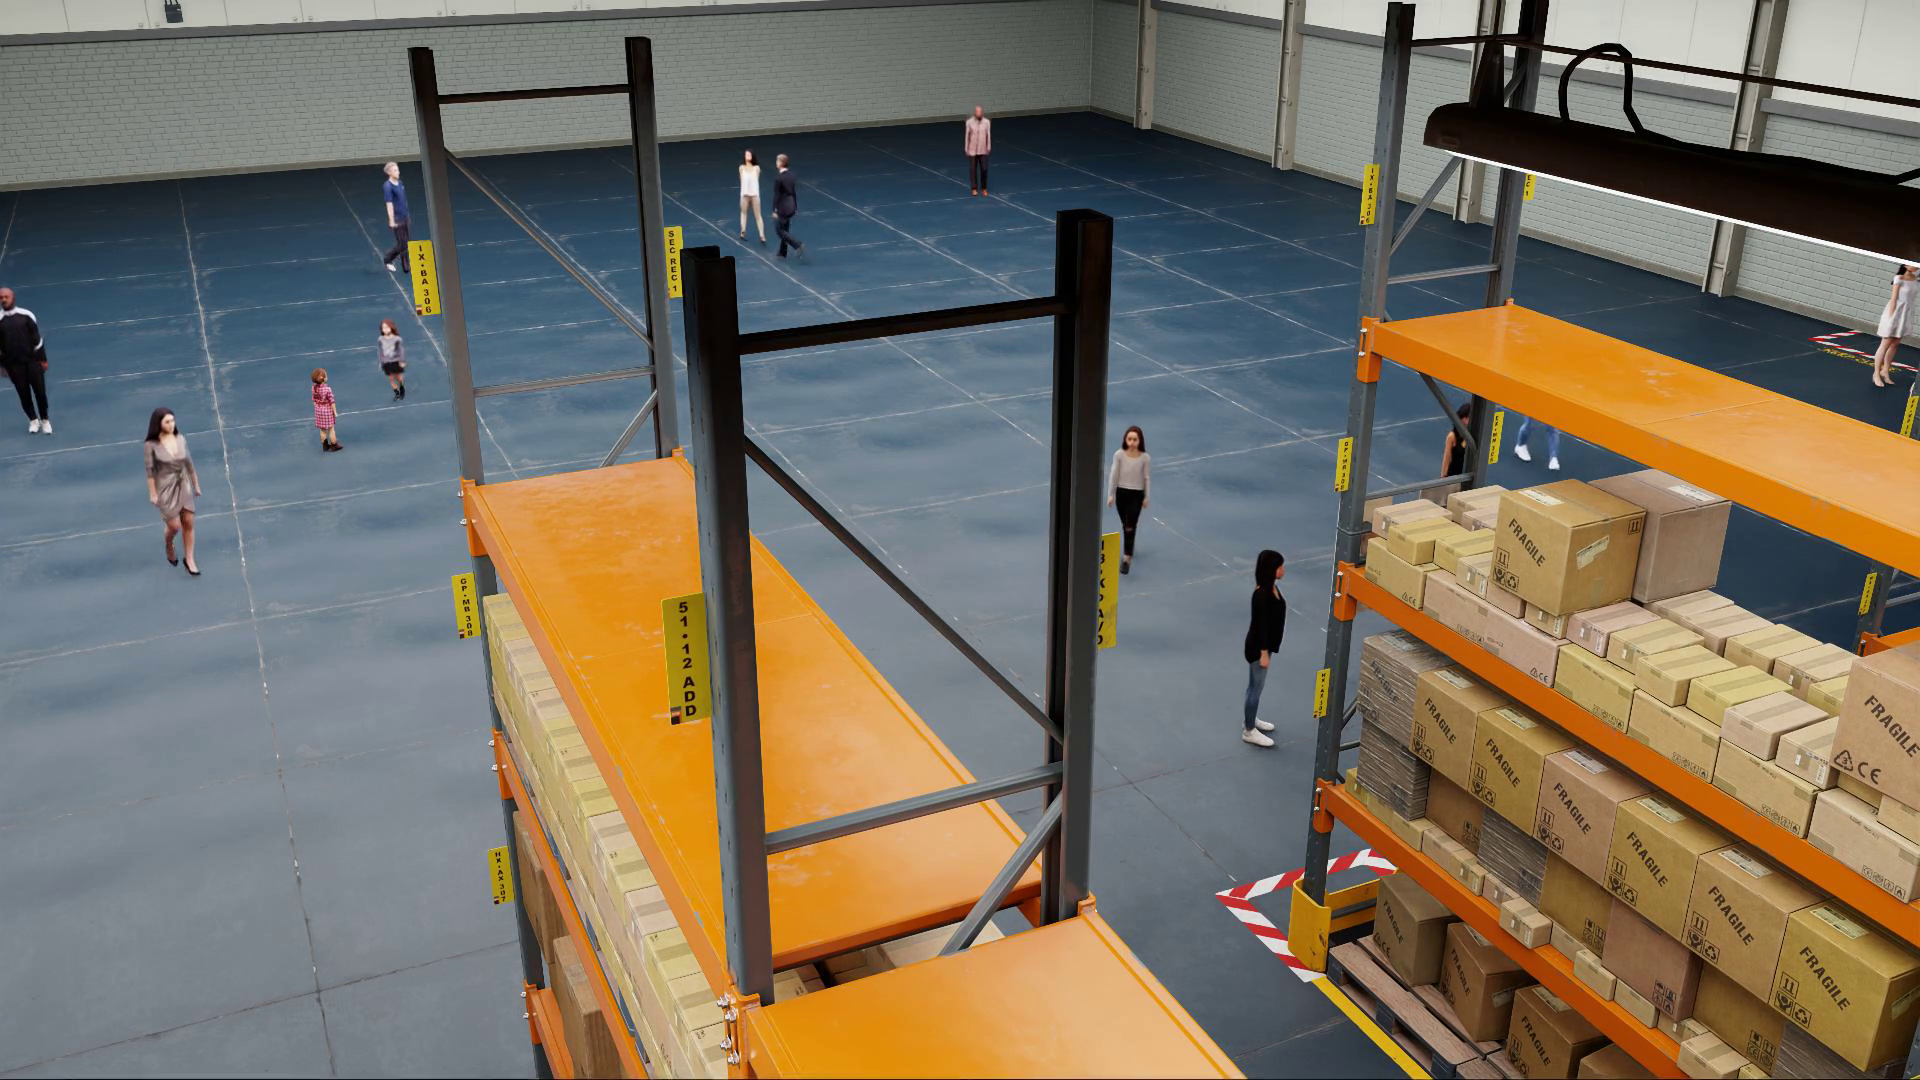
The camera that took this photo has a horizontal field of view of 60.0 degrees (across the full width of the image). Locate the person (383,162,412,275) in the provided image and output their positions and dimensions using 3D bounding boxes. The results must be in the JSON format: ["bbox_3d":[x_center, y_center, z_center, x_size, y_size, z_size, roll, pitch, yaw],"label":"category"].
[{"bbox_3d":[-9.363,-5.312,27.523,0.922,1.859,0.865,5,24,12],"label":"person"}]

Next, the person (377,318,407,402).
[{"bbox_3d":[-7.333,-2.345,21.519,0.552,1.097,0.587,1,23,2],"label":"person"}]

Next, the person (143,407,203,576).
[{"bbox_3d":[-7.751,-0.477,16.314,0.818,1.732,0.767,16,28,33],"label":"person"}]

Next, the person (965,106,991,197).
[{"bbox_3d":[0.353,-7.890,33.670,0.785,1.792,0.792,0,23,-1],"label":"person"}]

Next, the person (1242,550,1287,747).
[{"bbox_3d":[2.416,0.836,13.336,0.710,1.647,0.630,5,24,12],"label":"person"}]

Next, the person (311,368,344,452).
[{"bbox_3d":[-7.545,-1.549,19.744,0.501,1.022,0.549,4,23,9],"label":"person"}]

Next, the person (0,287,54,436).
[{"bbox_3d":[-11.439,-2.212,20.294,0.675,1.811,0.726,-11,25,-24],"label":"person"}]

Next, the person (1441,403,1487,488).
[{"bbox_3d":[5.028,-0.609,16.787,0.770,1.606,1.107,-3,23,-6],"label":"person"}]

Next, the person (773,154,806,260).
[{"bbox_3d":[-2.945,-5.665,28.434,1.141,1.796,0.993,15,27,32],"label":"person"}]

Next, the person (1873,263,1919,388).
[{"bbox_3d":[12.399,-2.917,21.999,0.640,1.775,0.623,-11,25,-24],"label":"person"}]

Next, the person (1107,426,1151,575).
[{"bbox_3d":[1.696,-0.451,16.617,0.945,1.448,1.041,6,24,14],"label":"person"}]

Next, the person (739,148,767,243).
[{"bbox_3d":[-3.745,-6.124,29.724,0.741,1.630,1.079,-7,24,-15],"label":"person"}]
